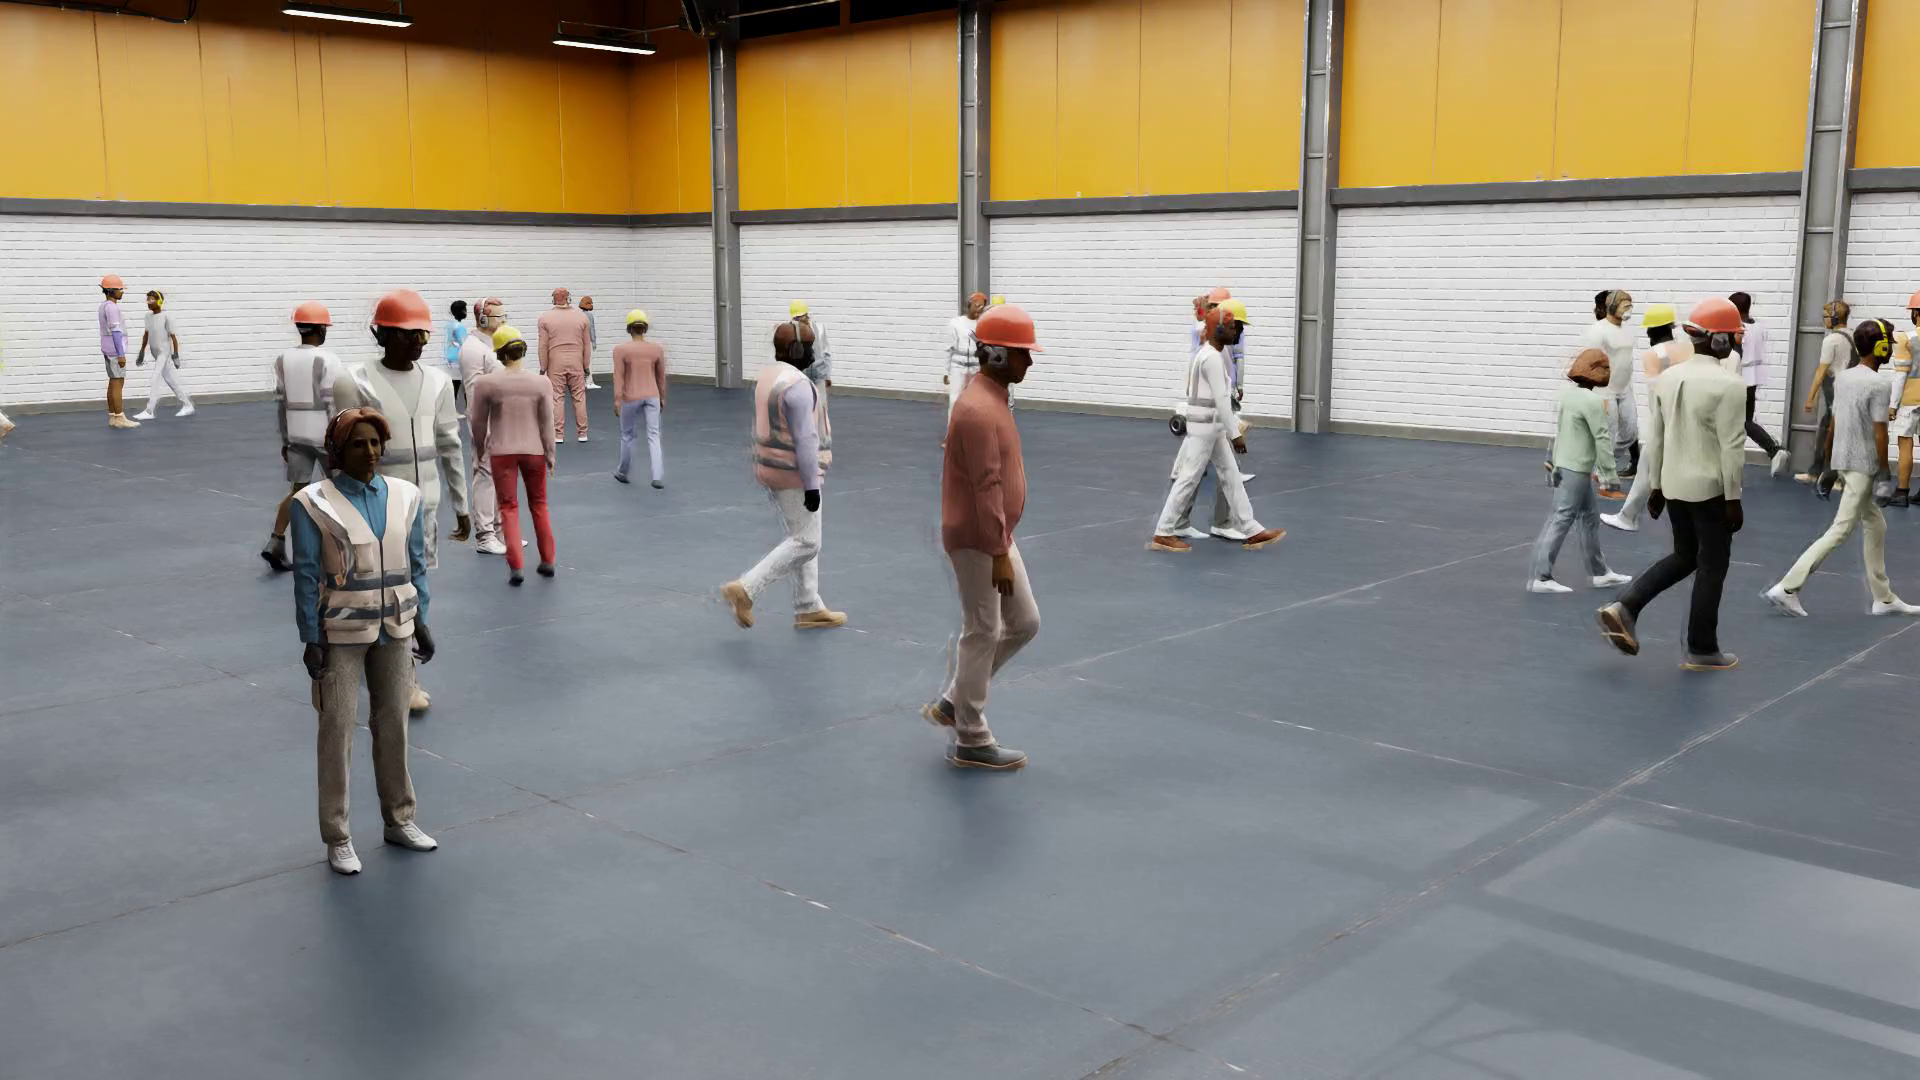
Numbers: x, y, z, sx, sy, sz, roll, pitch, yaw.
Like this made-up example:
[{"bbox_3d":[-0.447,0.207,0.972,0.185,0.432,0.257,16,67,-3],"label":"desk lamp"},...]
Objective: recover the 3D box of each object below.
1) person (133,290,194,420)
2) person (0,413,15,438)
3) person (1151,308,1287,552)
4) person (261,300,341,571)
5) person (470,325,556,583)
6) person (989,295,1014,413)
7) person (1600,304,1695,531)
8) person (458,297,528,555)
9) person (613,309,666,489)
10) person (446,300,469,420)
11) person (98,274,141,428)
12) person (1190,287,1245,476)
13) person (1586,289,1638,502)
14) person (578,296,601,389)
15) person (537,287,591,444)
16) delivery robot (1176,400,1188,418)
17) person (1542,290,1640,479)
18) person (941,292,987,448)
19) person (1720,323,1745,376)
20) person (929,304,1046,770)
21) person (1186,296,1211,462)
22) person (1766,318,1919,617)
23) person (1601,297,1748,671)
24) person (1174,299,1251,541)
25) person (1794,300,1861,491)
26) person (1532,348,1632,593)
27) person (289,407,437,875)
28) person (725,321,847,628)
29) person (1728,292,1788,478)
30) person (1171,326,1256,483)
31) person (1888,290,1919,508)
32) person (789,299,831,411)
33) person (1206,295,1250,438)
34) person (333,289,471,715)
[{"bbox_3d":[-11.387,-2.643,23.719,0.507,1.827,0.998,6,11,31],"label":"person"},{"bbox_3d":[-11.776,-2.041,19.999,0.433,1.829,0.632,-5,10,-28],"label":"person"},{"bbox_3d":[1.917,-0.803,12.413,1.020,1.825,0.580,2,9,12],"label":"person"},{"bbox_3d":[-4.621,-0.732,11.773,0.547,1.935,0.739,3,10,17],"label":"person"},{"bbox_3d":[-3.011,-0.571,11.251,0.544,1.743,0.574,-3,10,-20],"label":"person"},{"bbox_3d":[0.546,-2.584,23.560,0.483,1.745,0.302,-6,11,-31],"label":"person"},{"bbox_3d":[5.664,-0.930,13.136,0.648,1.848,1.066,-4,10,-24],"label":"person"},{"bbox_3d":[-3.481,-0.853,12.456,0.409,1.908,0.639,0,9,3],"label":"person"},{"bbox_3d":[-3.142,-1.378,16.239,0.546,1.725,0.823,-5,10,-27],"label":"person"},{"bbox_3d":[-6.948,-2.529,23.414,0.672,1.670,0.559,-5,10,-28],"label":"person"},{"bbox_3d":[-11.245,-2.509,22.187,0.372,2.044,0.607,-7,12,-38],"label":"person"},{"bbox_3d":[2.629,-1.612,17.011,0.552,1.936,0.358,2,9,11],"label":"person"},{"bbox_3d":[5.999,-1.322,15.244,0.653,1.932,0.463,-7,11,-35],"label":"person"},{"bbox_3d":[-6.610,-3.500,29.515,0.276,1.633,0.507,-8,12,-41],"label":"person"},{"bbox_3d":[-4.819,-2.123,20.249,0.642,1.905,0.399,-4,10,-25],"label":"person"},{"bbox_3d":[3.081,-1.628,21.049,0.477,0.478,0.707,-8,12,-39],"label":"delivery robot"},{"bbox_3d":[6.456,-1.542,16.685,1.033,1.905,0.616,0,9,-2],"label":"person"},{"bbox_3d":[0.121,-1.971,19.487,0.626,1.852,0.379,2,9,9],"label":"person"},{"bbox_3d":[7.305,-1.275,15.873,0.279,1.631,0.507,0,9,2],"label":"person"},{"bbox_3d":[0.135,0.003,6.993,0.437,1.971,0.612,2,9,11],"label":"person"},{"bbox_3d":[2.720,-1.753,18.214,0.451,1.820,0.595,8,12,41],"label":"person"},{"bbox_3d":[5.404,-0.426,10.078,0.952,1.831,0.529,0,9,1],"label":"person"},{"bbox_3d":[3.808,-0.276,8.701,0.643,1.976,0.619,-2,9,-12],"label":"person"},{"bbox_3d":[2.002,-0.926,12.967,0.749,1.883,0.585,1,9,5],"label":"person"},{"bbox_3d":[8.312,-1.380,15.956,0.528,1.812,0.826,-6,11,-32],"label":"person"},{"bbox_3d":[4.130,-0.439,10.850,0.781,1.601,0.512,0,9,3],"label":"person"},{"bbox_3d":[-2.119,0.345,5.928,0.308,1.640,0.510,8,12,39],"label":"person"},{"bbox_3d":[-1.010,-0.355,9.636,0.704,1.823,0.638,-4,10,-22],"label":"person"},{"bbox_3d":[7.914,-1.549,16.742,0.613,1.894,0.783,-8,12,-39],"label":"person"},{"bbox_3d":[2.475,-1.317,16.296,0.901,1.584,0.513,4,10,21],"label":"person"},{"bbox_3d":[8.506,-1.252,14.801,0.544,1.939,0.354,-2,9,-11],"label":"person"},{"bbox_3d":[-1.753,-1.826,18.797,0.634,1.787,0.614,-4,10,-21],"label":"person"},{"bbox_3d":[3.003,-1.945,19.393,0.651,1.825,0.640,2,10,13],"label":"person"},{"bbox_3d":[-2.610,-0.170,7.906,0.647,2.020,0.654,7,12,38],"label":"person"}]
